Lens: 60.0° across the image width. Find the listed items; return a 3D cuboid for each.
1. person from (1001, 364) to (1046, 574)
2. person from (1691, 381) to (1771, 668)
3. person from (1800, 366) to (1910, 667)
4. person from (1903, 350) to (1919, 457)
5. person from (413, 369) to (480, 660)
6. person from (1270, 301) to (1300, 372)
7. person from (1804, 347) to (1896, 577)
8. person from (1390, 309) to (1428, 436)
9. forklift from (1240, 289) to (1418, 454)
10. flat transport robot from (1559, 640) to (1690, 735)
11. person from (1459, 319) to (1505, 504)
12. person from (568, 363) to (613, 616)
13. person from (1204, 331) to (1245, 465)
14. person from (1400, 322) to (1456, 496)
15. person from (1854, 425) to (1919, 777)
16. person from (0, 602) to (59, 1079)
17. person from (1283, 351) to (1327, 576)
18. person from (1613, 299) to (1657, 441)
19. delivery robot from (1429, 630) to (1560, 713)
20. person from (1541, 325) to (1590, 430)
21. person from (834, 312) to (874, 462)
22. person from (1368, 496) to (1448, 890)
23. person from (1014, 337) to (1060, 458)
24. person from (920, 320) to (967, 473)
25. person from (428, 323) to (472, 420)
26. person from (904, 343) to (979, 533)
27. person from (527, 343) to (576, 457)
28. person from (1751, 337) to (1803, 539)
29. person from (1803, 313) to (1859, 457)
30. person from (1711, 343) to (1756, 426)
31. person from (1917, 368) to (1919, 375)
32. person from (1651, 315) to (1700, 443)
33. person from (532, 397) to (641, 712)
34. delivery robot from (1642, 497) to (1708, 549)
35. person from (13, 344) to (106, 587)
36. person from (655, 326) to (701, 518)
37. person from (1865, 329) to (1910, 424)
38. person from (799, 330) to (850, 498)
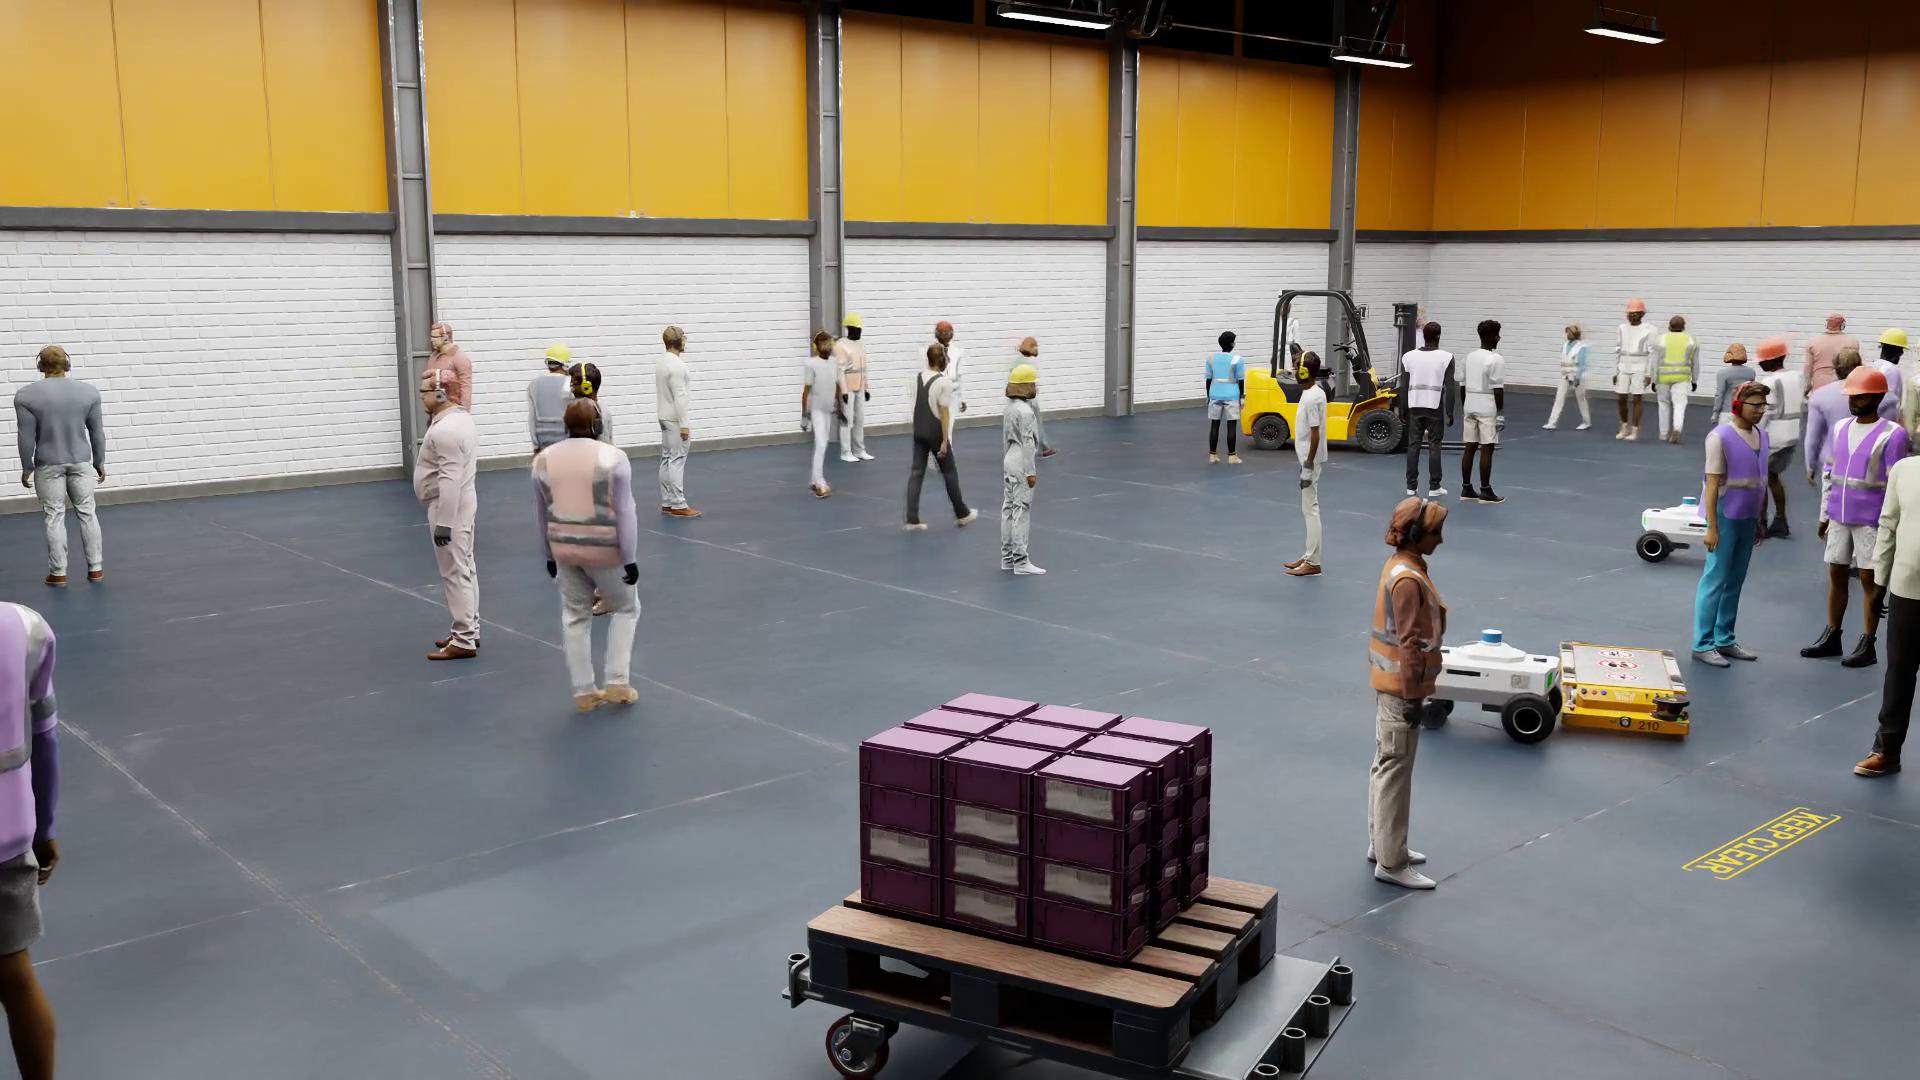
[{"bbox_3d":[0.519,-0.589,13.857,0.294,1.744,0.484,-4,10,-20],"label":"person"},{"bbox_3d":[4.993,-0.112,10.777,0.572,1.840,0.374,-7,12,-34],"label":"person"},{"bbox_3d":[5.780,-0.152,10.732,0.358,1.937,0.548,-4,11,-24],"label":"person"},{"bbox_3d":[9.676,-1.072,16.578,0.641,1.793,0.788,1,10,7],"label":"person"},{"bbox_3d":[-3.371,-0.170,10.932,0.406,1.904,0.654,-1,10,-8],"label":"person"},{"bbox_3d":[5.521,-3.133,28.347,0.361,1.882,0.574,-7,12,-34],"label":"person"},{"bbox_3d":[7.161,-0.595,13.419,0.660,1.905,0.450,4,11,23],"label":"person"},{"bbox_3d":[6.652,-2.456,24.394,0.683,1.898,0.393,0,10,3],"label":"person"},{"bbox_3d":[5.034,-2.339,22.783,2.313,2.155,1.214,3,10,16],"label":"forklift"},{"bbox_3d":[3.876,0.844,9.774,0.652,0.197,1.431,3,10,18],"label":"flat transport robot"},{"bbox_3d":[5.602,-1.375,17.803,0.368,1.967,0.600,-4,11,-24],"label":"person"},{"bbox_3d":[-2.700,-0.372,12.240,0.329,1.865,0.518,-4,11,-23],"label":"person"},{"bbox_3d":[3.356,-1.795,21.047,0.540,1.697,0.317,6,11,32],"label":"person"},{"bbox_3d":[5.147,-1.440,18.332,0.596,1.915,0.373,6,11,32],"label":"person"},{"bbox_3d":[4.827,0.250,8.240,0.393,1.985,0.611,-8,12,-38],"label":"person"},{"bbox_3d":[-2.803,0.845,4.646,0.406,2.029,0.612,3,10,17],"label":"person"},{"bbox_3d":[2.864,-0.628,13.738,0.333,1.864,0.520,2,10,13],"label":"person"},{"bbox_3d":[9.630,-2.426,23.783,0.537,2.033,0.610,-8,12,-38],"label":"person"},{"bbox_3d":[2.950,0.743,9.257,0.707,0.478,0.477,4,11,24],"label":"delivery robot"},{"bbox_3d":[9.256,-2.446,25.161,0.857,1.588,0.534,-4,11,-23],"label":"person"},{"bbox_3d":[-1.362,-1.965,21.397,0.384,1.922,0.601,7,12,34],"label":"person"},{"bbox_3d":[1.878,0.630,7.023,0.309,1.640,0.513,2,10,10],"label":"person"},{"bbox_3d":[0.908,-1.822,21.507,0.835,1.586,0.517,-8,13,-39],"label":"person"},{"bbox_3d":[-0.195,-1.707,20.043,0.576,1.872,0.405,-4,11,-24],"label":"person"},{"bbox_3d":[-5.638,-1.425,18.285,0.644,1.904,0.399,8,12,38],"label":"person"},{"bbox_3d":[-0.206,-0.984,16.007,0.538,1.802,0.932,8,12,39],"label":"person"},{"bbox_3d":[-3.743,-0.932,15.608,0.600,1.829,0.404,3,10,19],"label":"person"},{"bbox_3d":[7.554,-0.937,15.460,0.579,1.891,0.417,-6,11,-29],"label":"person"},{"bbox_3d":[11.270,-1.981,21.526,0.638,1.910,0.402,7,12,35],"label":"person"},{"bbox_3d":[8.981,-1.471,19.346,0.500,1.633,0.280,-2,10,-13],"label":"person"},{"bbox_3d":[10.688,-1.336,18.249,0.795,1.731,0.533,2,10,14],"label":"person"},{"bbox_3d":[10.129,-2.279,23.574,0.635,1.811,0.876,3,10,19],"label":"person"},{"bbox_3d":[-2.133,0.085,9.643,0.662,1.830,0.525,3,10,15],"label":"person"},{"bbox_3d":[6.282,-0.127,14.353,0.707,0.478,0.477,6,11,31],"label":"delivery robot"},{"bbox_3d":[-7.181,-0.594,13.321,0.637,1.936,0.355,-8,13,-40],"label":"person"},{"bbox_3d":[-2.871,-1.191,16.809,0.365,1.939,0.636,-5,11,-27],"label":"person"},{"bbox_3d":[9.171,-1.137,16.554,0.381,1.918,0.584,0,10,0],"label":"person"},{"bbox_3d":[-1.513,-1.377,18.273,0.680,1.831,0.629,7,12,34],"label":"person"}]
